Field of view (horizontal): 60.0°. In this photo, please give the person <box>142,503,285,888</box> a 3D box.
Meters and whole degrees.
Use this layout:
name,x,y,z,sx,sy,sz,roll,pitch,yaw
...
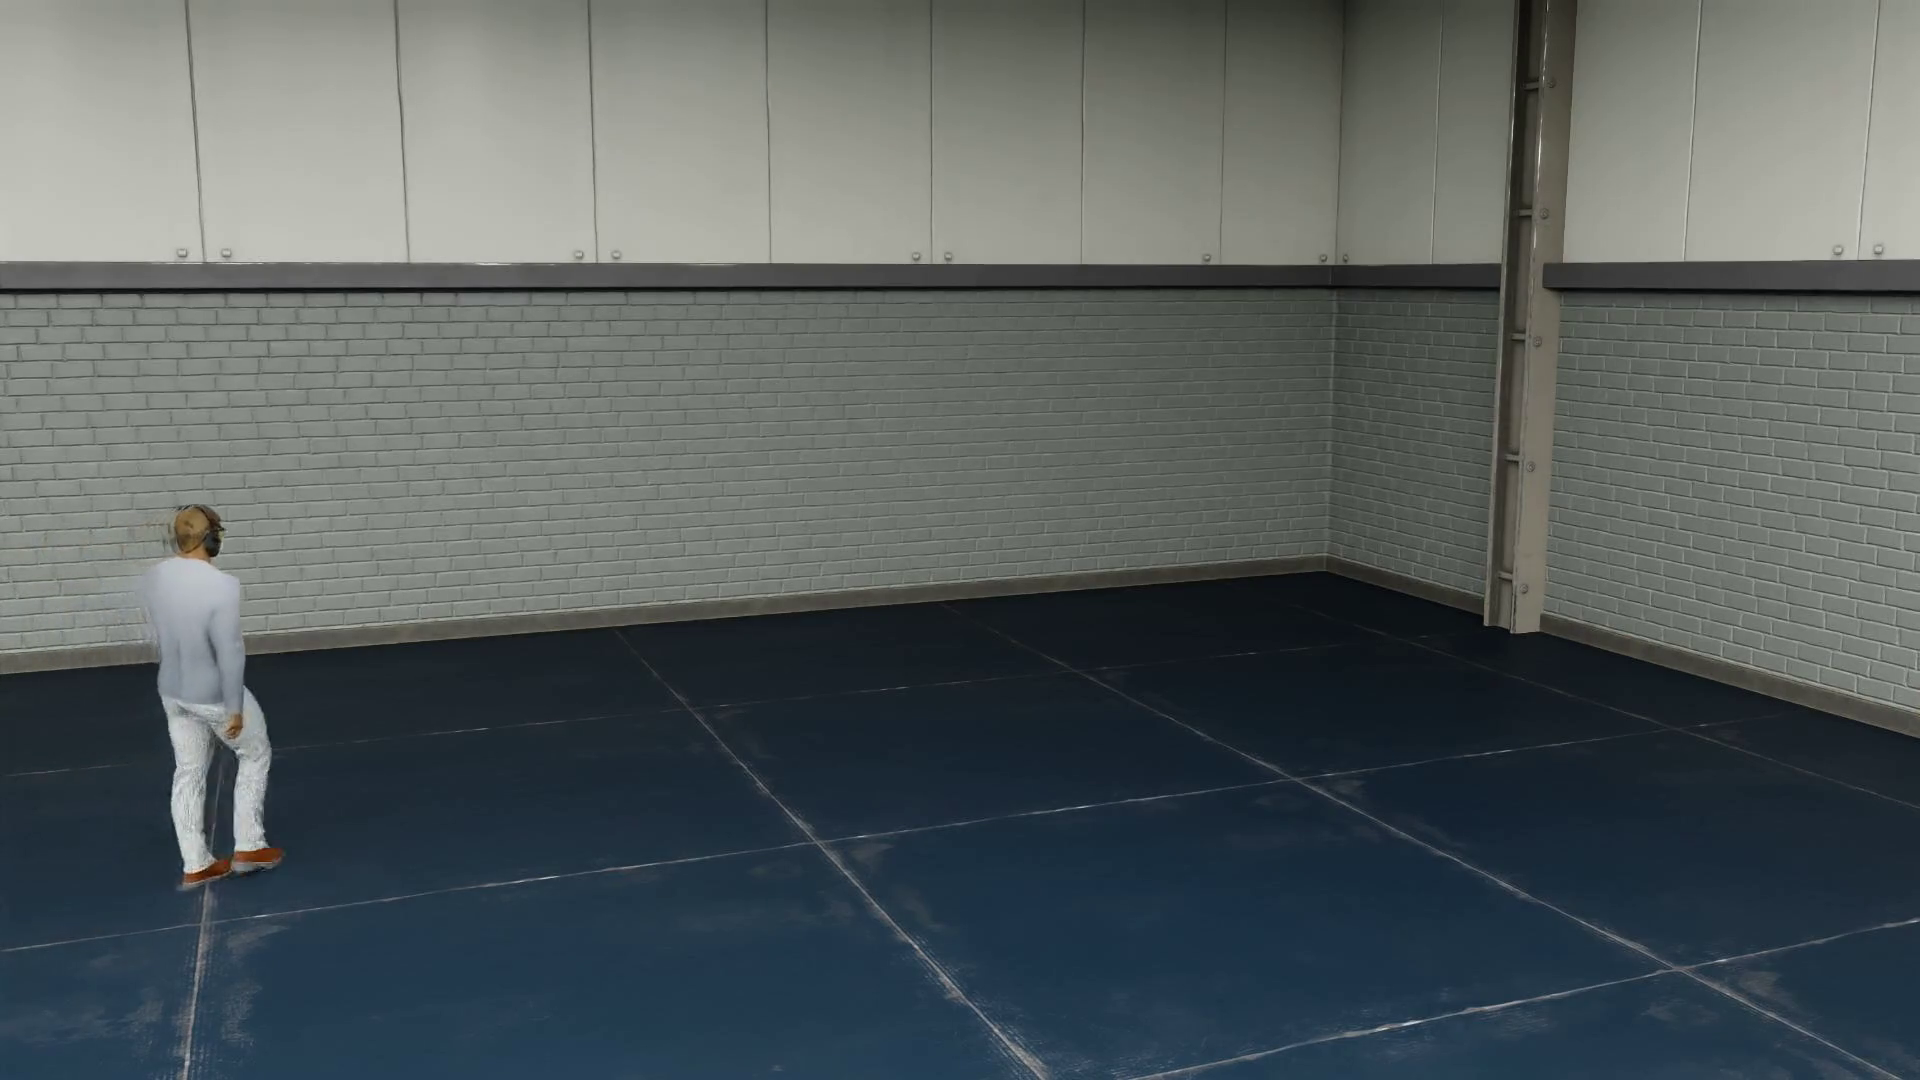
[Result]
name,x,y,z,sx,sy,sz,roll,pitch,yaw
person,-3.708,0.761,8.347,0.633,1.918,0.649,3,10,20
